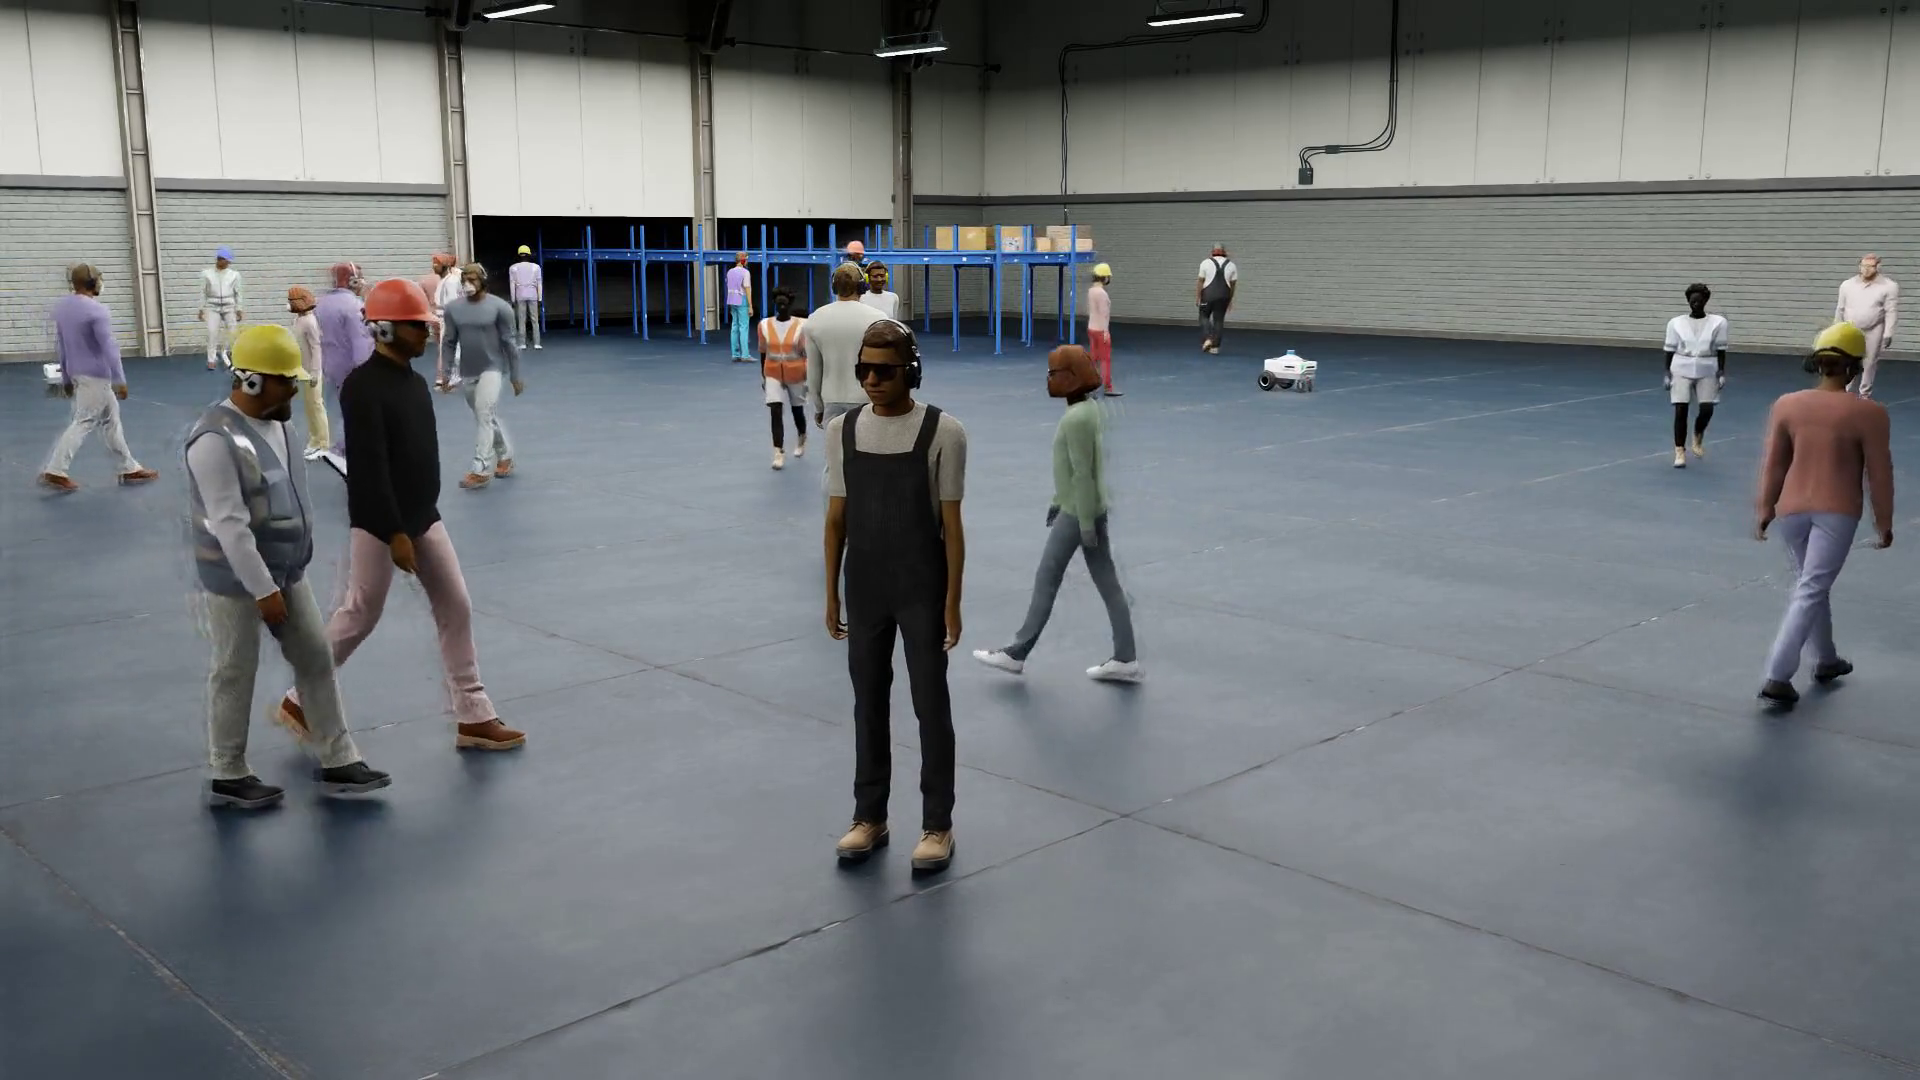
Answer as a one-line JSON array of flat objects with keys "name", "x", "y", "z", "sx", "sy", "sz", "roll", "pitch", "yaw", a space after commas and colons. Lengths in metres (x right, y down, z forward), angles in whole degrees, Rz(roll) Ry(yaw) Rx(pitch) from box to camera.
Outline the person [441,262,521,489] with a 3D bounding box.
[{"name": "person", "x": -4.089, "y": -1.433, "z": 14.280, "sx": 0.646, "sy": 1.893, "sz": 1.024, "roll": 3, "pitch": 11, "yaw": 15}]

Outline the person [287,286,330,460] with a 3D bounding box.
[{"name": "person", "x": -6.178, "y": -1.578, "z": 15.741, "sx": 0.267, "sy": 1.632, "sz": 0.507, "roll": -8, "pitch": 13, "yaw": -37}]

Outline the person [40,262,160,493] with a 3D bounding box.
[{"name": "person", "x": -7.264, "y": -1.358, "z": 13.862, "sx": 0.649, "sy": 1.894, "sz": 1.025, "roll": 7, "pitch": 13, "yaw": 35}]

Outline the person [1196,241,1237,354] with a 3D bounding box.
[{"name": "person", "x": 4.591, "y": -4.356, "z": 29.899, "sx": 0.733, "sy": 2.000, "sz": 0.540, "roll": -1, "pitch": 10, "yaw": -7}]

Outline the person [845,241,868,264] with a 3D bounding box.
[{"name": "person", "x": -1.459, "y": -3.442, "z": 24.866, "sx": 0.860, "sy": 2.012, "sz": 0.646, "roll": 0, "pitch": 10, "yaw": -2}]

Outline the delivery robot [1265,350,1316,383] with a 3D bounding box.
[{"name": "delivery robot", "x": 4.530, "y": -2.360, "z": 22.812, "sx": 0.477, "sy": 0.478, "sz": 0.707, "roll": -9, "pitch": 14, "yaw": -39}]

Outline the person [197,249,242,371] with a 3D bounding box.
[{"name": "person", "x": -11.730, "y": -3.652, "z": 26.348, "sx": 0.675, "sy": 1.903, "sz": 0.470, "roll": -6, "pitch": 12, "yaw": -29}]

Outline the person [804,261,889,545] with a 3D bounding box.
[{"name": "person", "x": -0.731, "y": -0.901, "z": 11.222, "sx": 0.632, "sy": 1.940, "sz": 0.372, "roll": 3, "pitch": 11, "yaw": 18}]

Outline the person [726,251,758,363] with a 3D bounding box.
[{"name": "person", "x": -3.687, "y": -3.906, "z": 27.858, "sx": 0.389, "sy": 1.846, "sz": 0.563, "roll": -10, "pitch": 14, "yaw": -44}]

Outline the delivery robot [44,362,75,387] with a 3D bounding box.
[{"name": "delivery robot", "x": -11.829, "y": -2.248, "z": 22.204, "sx": 0.707, "sy": 0.478, "sz": 0.477, "roll": -5, "pitch": 12, "yaw": -27}]

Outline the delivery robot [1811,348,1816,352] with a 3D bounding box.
[{"name": "delivery robot", "x": 13.520, "y": -3.018, "z": 25.691, "sx": 0.698, "sy": 0.223, "sz": 0.335, "roll": -2, "pitch": 11, "yaw": -11}]

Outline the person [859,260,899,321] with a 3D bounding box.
[{"name": "person", "x": -0.818, "y": -1.811, "z": 16.399, "sx": 0.535, "sy": 1.859, "sz": 0.309, "roll": -5, "pitch": 12, "yaw": -26}]

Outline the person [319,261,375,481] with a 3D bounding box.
[{"name": "person", "x": -5.231, "y": -1.428, "z": 14.222, "sx": 0.467, "sy": 1.888, "sz": 0.655, "roll": -9, "pitch": 14, "yaw": -42}]

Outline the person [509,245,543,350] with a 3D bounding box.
[{"name": "person", "x": -8.051, "y": -4.497, "z": 30.883, "sx": 0.584, "sy": 1.918, "sz": 0.381, "roll": -3, "pitch": 11, "yaw": -16}]

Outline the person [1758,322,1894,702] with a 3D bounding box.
[{"name": "person", "x": 3.958, "y": -0.131, "z": 7.621, "sx": 0.901, "sy": 1.719, "sz": 0.540, "roll": -7, "pitch": 12, "yaw": -33}]

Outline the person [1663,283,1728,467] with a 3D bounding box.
[{"name": "person", "x": 6.720, "y": -1.513, "z": 15.249, "sx": 0.544, "sy": 1.680, "sz": 0.409, "roll": 4, "pitch": 11, "yaw": 20}]

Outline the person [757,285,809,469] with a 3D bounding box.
[{"name": "person", "x": -1.590, "y": -1.530, "z": 15.397, "sx": 0.540, "sy": 1.668, "sz": 0.795, "roll": 1, "pitch": 10, "yaw": 5}]

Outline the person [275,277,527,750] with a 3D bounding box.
[{"name": "person", "x": -2.366, "y": -0.090, "z": 6.815, "sx": 1.017, "sy": 1.961, "sz": 0.605, "roll": 2, "pitch": 11, "yaw": 12}]

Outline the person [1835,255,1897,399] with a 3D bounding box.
[{"name": "person", "x": 10.926, "y": -2.499, "z": 20.134, "sx": 0.678, "sy": 1.856, "sz": 0.965, "roll": 8, "pitch": 13, "yaw": 36}]

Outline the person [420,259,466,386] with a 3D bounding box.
[{"name": "person", "x": -7.201, "y": -3.071, "z": 23.299, "sx": 0.645, "sy": 1.862, "sz": 0.984, "roll": 2, "pitch": 11, "yaw": 12}]

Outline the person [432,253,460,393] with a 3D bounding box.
[{"name": "person", "x": -6.886, "y": -2.941, "z": 22.544, "sx": 0.507, "sy": 1.870, "sz": 0.584, "roll": -5, "pitch": 12, "yaw": -27}]

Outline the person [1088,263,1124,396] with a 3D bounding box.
[{"name": "person", "x": 1.796, "y": -2.769, "z": 21.923, "sx": 0.700, "sy": 1.749, "sz": 0.539, "roll": -3, "pitch": 11, "yaw": -15}]

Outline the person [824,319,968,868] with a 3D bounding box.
[{"name": "person", "x": -0.222, "y": 0.183, "z": 5.586, "sx": 0.505, "sy": 1.841, "sz": 0.331, "roll": 3, "pitch": 11, "yaw": 18}]

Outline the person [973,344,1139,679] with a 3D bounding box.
[{"name": "person", "x": 0.481, "y": -0.125, "z": 7.915, "sx": 0.839, "sy": 1.593, "sz": 0.500, "roll": 3, "pitch": 11, "yaw": 15}]

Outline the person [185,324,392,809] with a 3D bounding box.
[{"name": "person", "x": -2.484, "y": 0.118, "z": 6.082, "sx": 0.756, "sy": 1.792, "sz": 0.600, "roll": 2, "pitch": 11, "yaw": 10}]

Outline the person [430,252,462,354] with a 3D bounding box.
[{"name": "person", "x": -8.435, "y": -3.844, "z": 27.536, "sx": 0.636, "sy": 1.842, "sz": 0.429, "roll": 1, "pitch": 10, "yaw": 4}]
